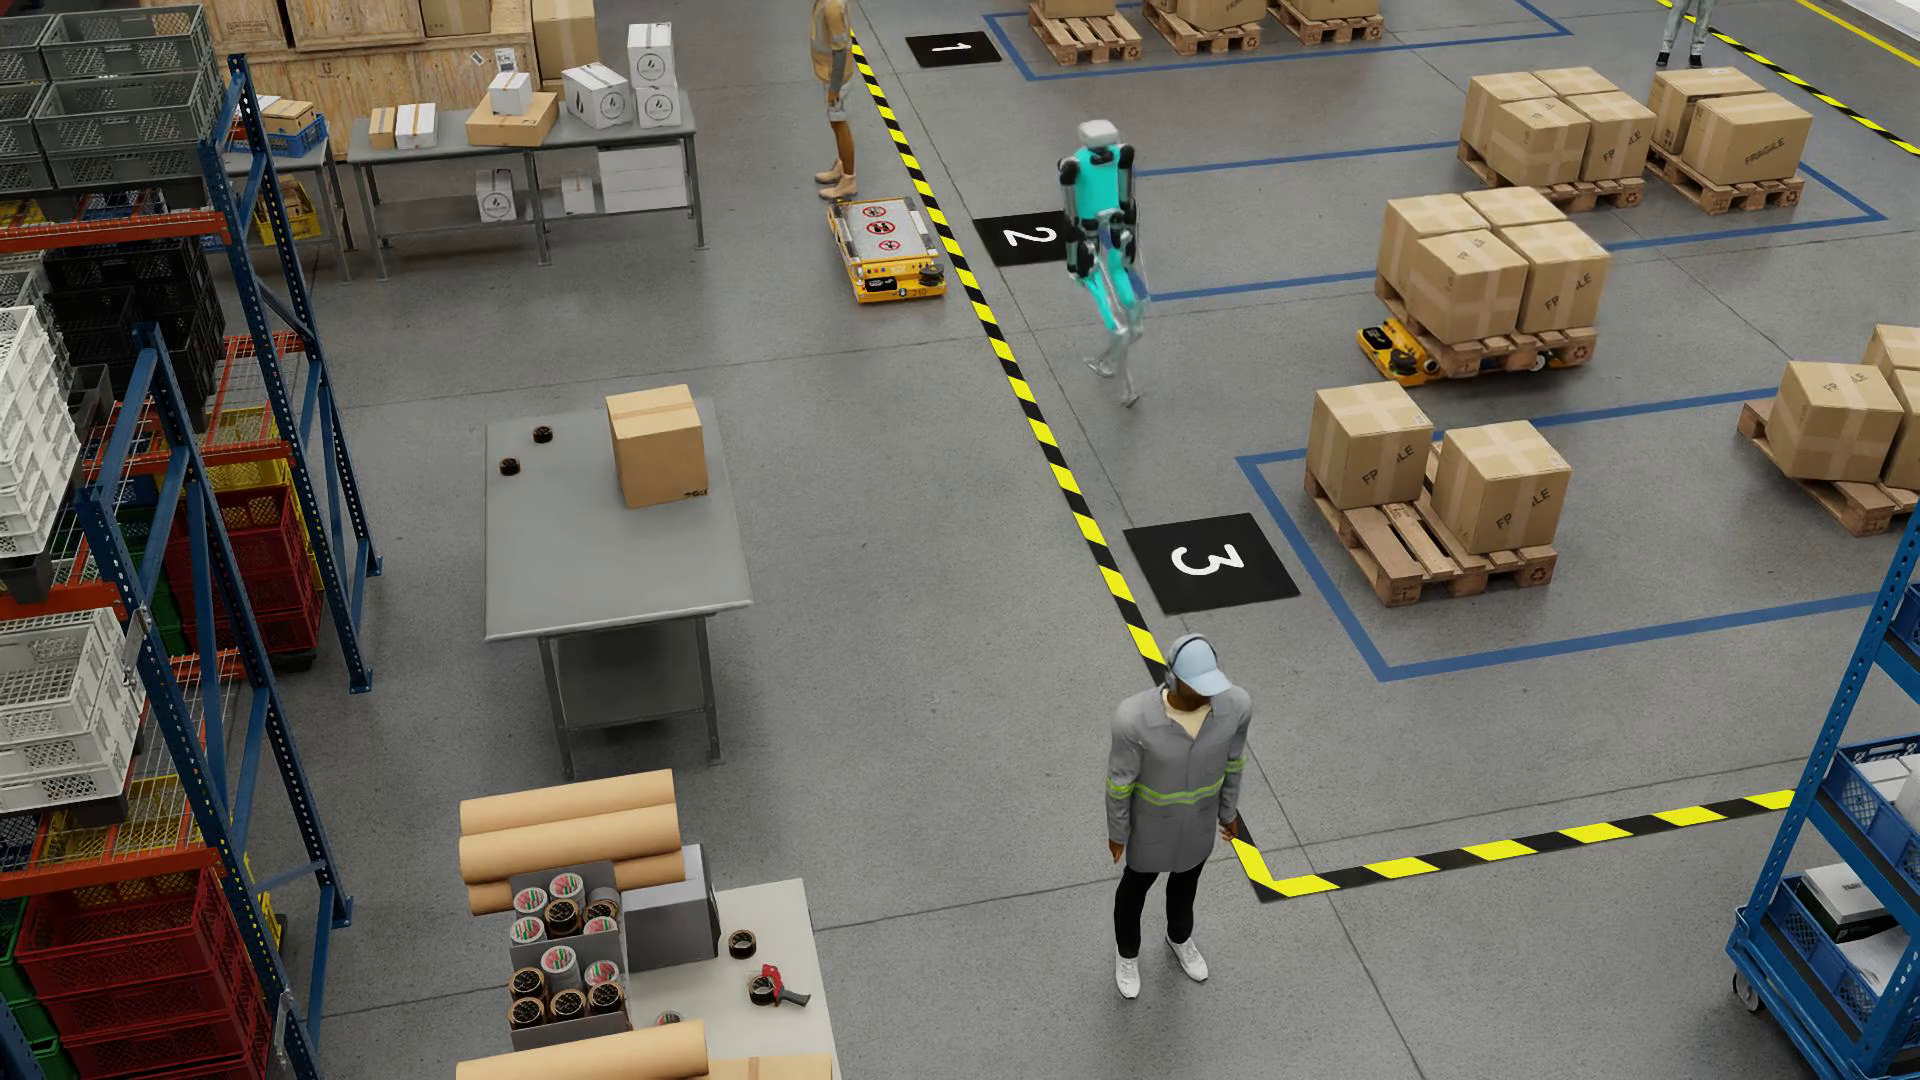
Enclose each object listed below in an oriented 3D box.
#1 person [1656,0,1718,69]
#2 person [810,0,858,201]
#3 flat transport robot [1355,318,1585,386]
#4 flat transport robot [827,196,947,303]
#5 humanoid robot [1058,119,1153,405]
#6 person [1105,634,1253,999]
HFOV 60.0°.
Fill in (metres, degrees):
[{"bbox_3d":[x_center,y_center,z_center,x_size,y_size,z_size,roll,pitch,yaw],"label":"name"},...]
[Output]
[{"bbox_3d":[6.875,-5.264,15.328,0.586,1.822,0.404,10,38,13],"label":"person"},{"bbox_3d":[-1.022,-3.658,12.990,0.395,2.037,0.608,-4,37,-6],"label":"person"},{"bbox_3d":[3.509,-1.372,11.374,1.431,0.197,0.652,-8,37,-10],"label":"flat transport robot"},{"bbox_3d":[-0.570,-2.220,12.538,0.659,0.231,1.431,-8,37,-10],"label":"flat transport robot"},{"bbox_3d":[1.014,-1.737,10.669,0.543,1.798,0.823,-18,40,-22],"label":"humanoid robot"},{"bbox_3d":[0.866,1.119,6.723,0.588,1.852,0.371,-10,38,-13],"label":"person"}]
